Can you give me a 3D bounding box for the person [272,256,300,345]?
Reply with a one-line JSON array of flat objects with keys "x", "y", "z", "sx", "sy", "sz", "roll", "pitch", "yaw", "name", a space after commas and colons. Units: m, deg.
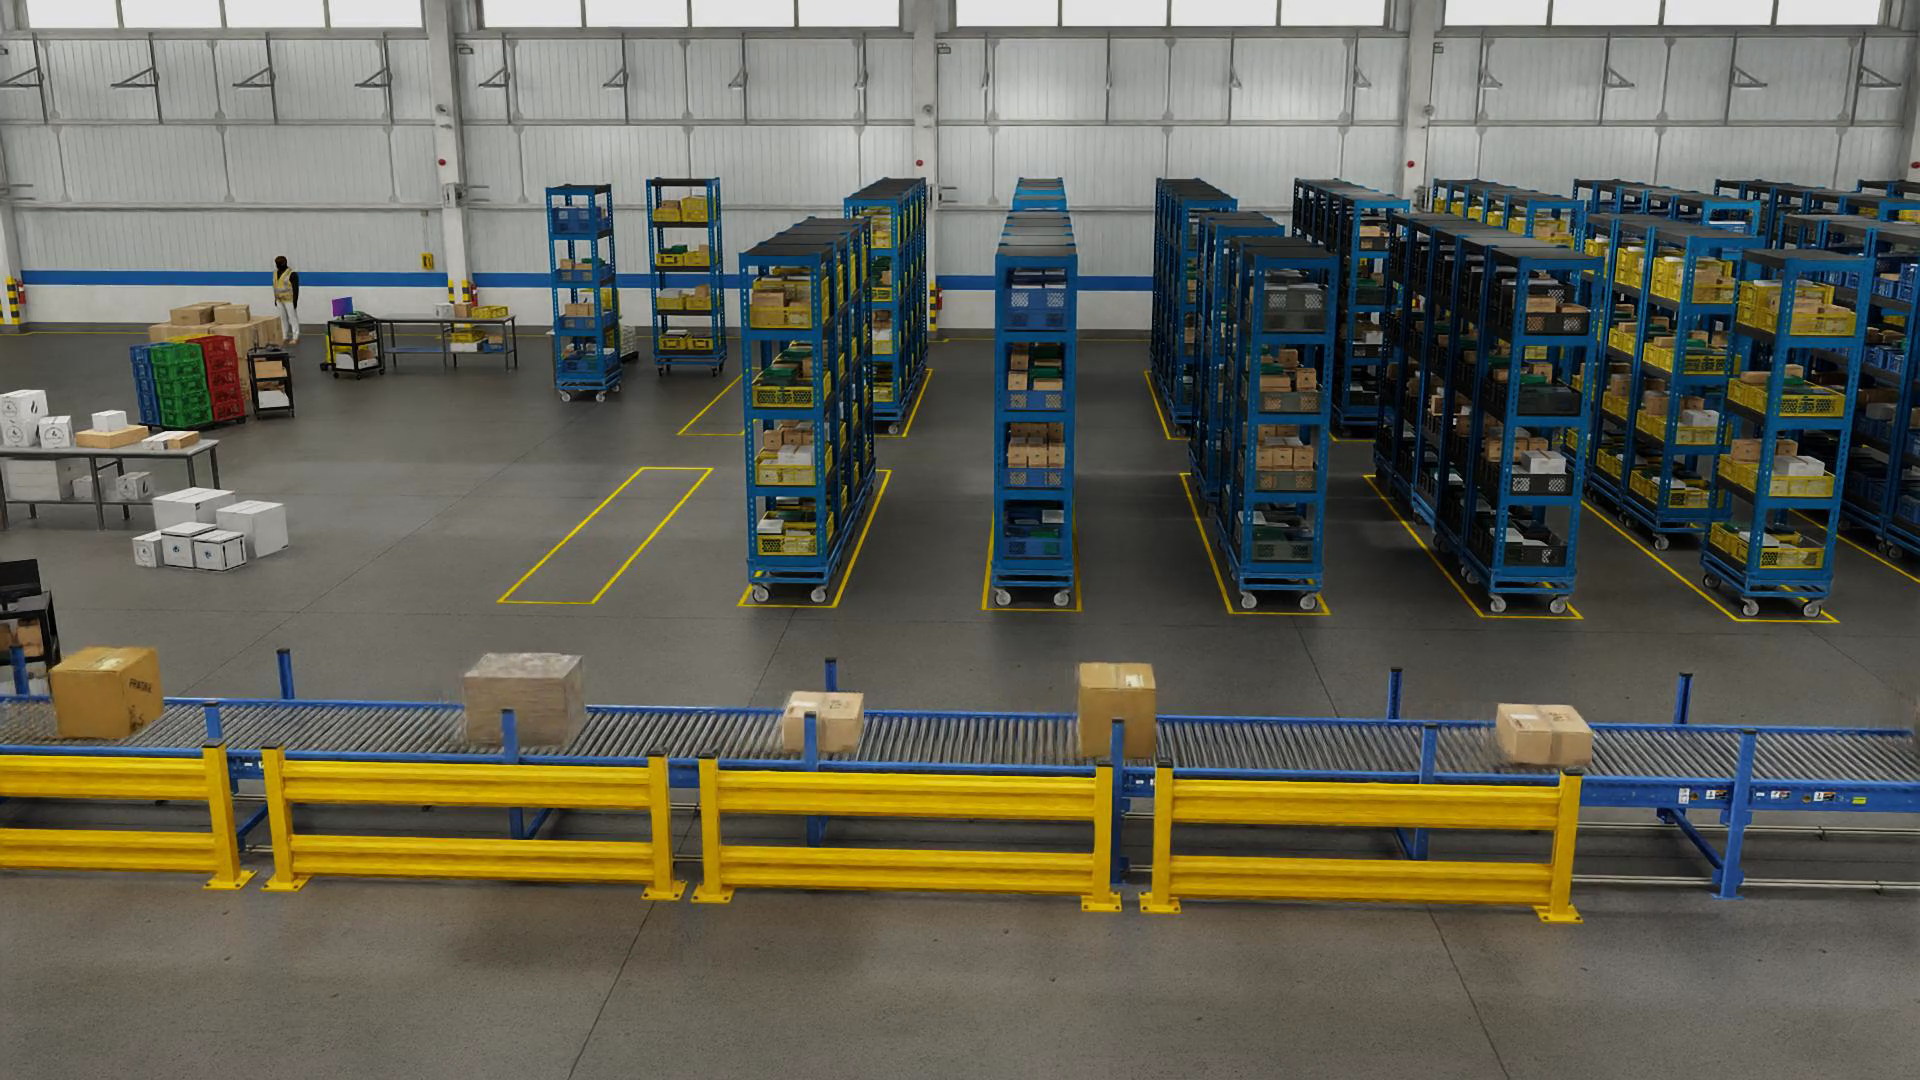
[{"x": -14.013, "y": -4.982, "z": 34.553, "sx": 0.622, "sy": 1.838, "sz": 0.429, "roll": 7, "pitch": 16, "yaw": 23, "name": "person"}]
